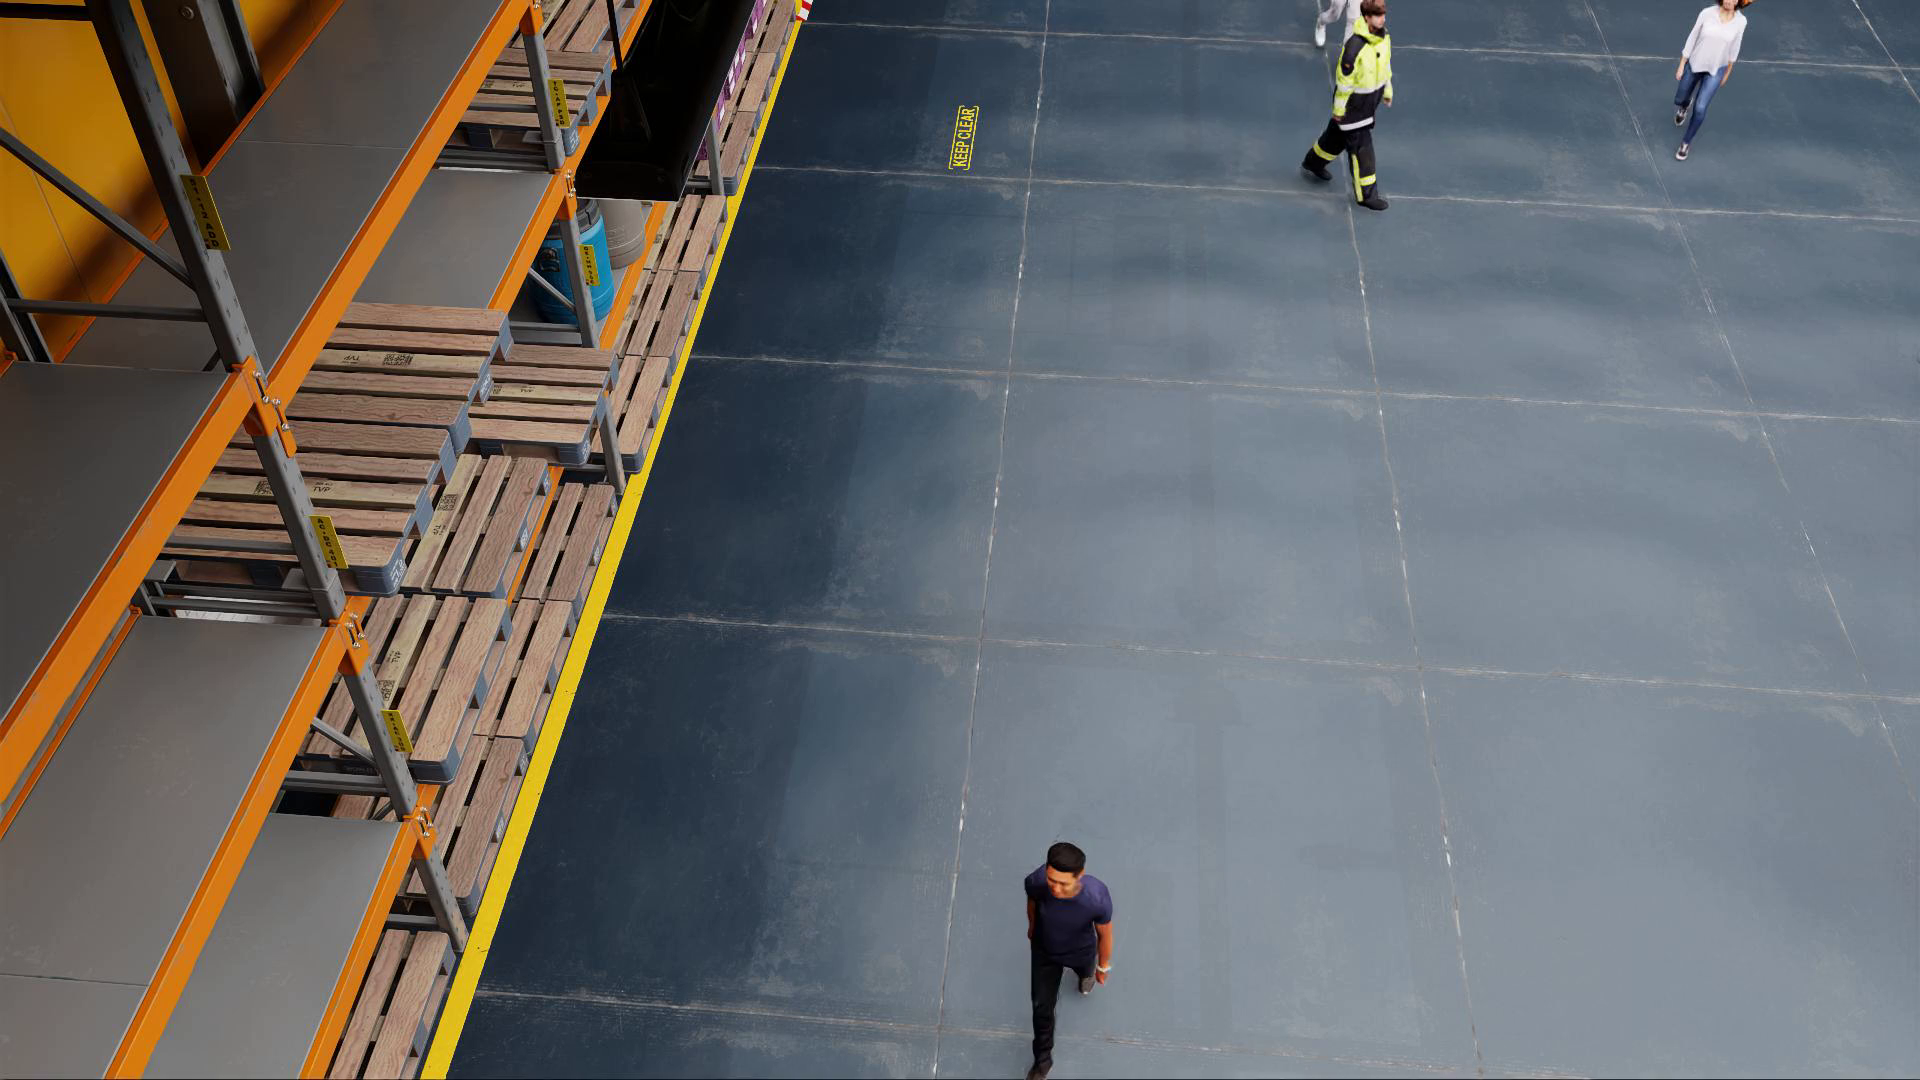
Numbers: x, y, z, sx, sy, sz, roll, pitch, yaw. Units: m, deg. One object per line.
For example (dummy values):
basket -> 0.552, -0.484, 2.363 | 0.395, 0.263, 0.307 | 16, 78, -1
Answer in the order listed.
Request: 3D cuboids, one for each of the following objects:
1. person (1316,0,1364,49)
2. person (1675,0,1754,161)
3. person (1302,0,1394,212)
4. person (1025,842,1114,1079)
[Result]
person -> 3.943, -5.722, 16.950 | 0.901, 1.795, 1.142 | -7, 44, -7
person -> 7.084, -4.528, 15.765 | 0.877, 1.702, 1.059 | 20, 47, 20
person -> 3.527, -4.014, 15.054 | 1.263, 1.938, 1.315 | 30, 51, 27
person -> 0.593, 2.078, 8.800 | 0.874, 1.743, 1.257 | 13, 45, 13
